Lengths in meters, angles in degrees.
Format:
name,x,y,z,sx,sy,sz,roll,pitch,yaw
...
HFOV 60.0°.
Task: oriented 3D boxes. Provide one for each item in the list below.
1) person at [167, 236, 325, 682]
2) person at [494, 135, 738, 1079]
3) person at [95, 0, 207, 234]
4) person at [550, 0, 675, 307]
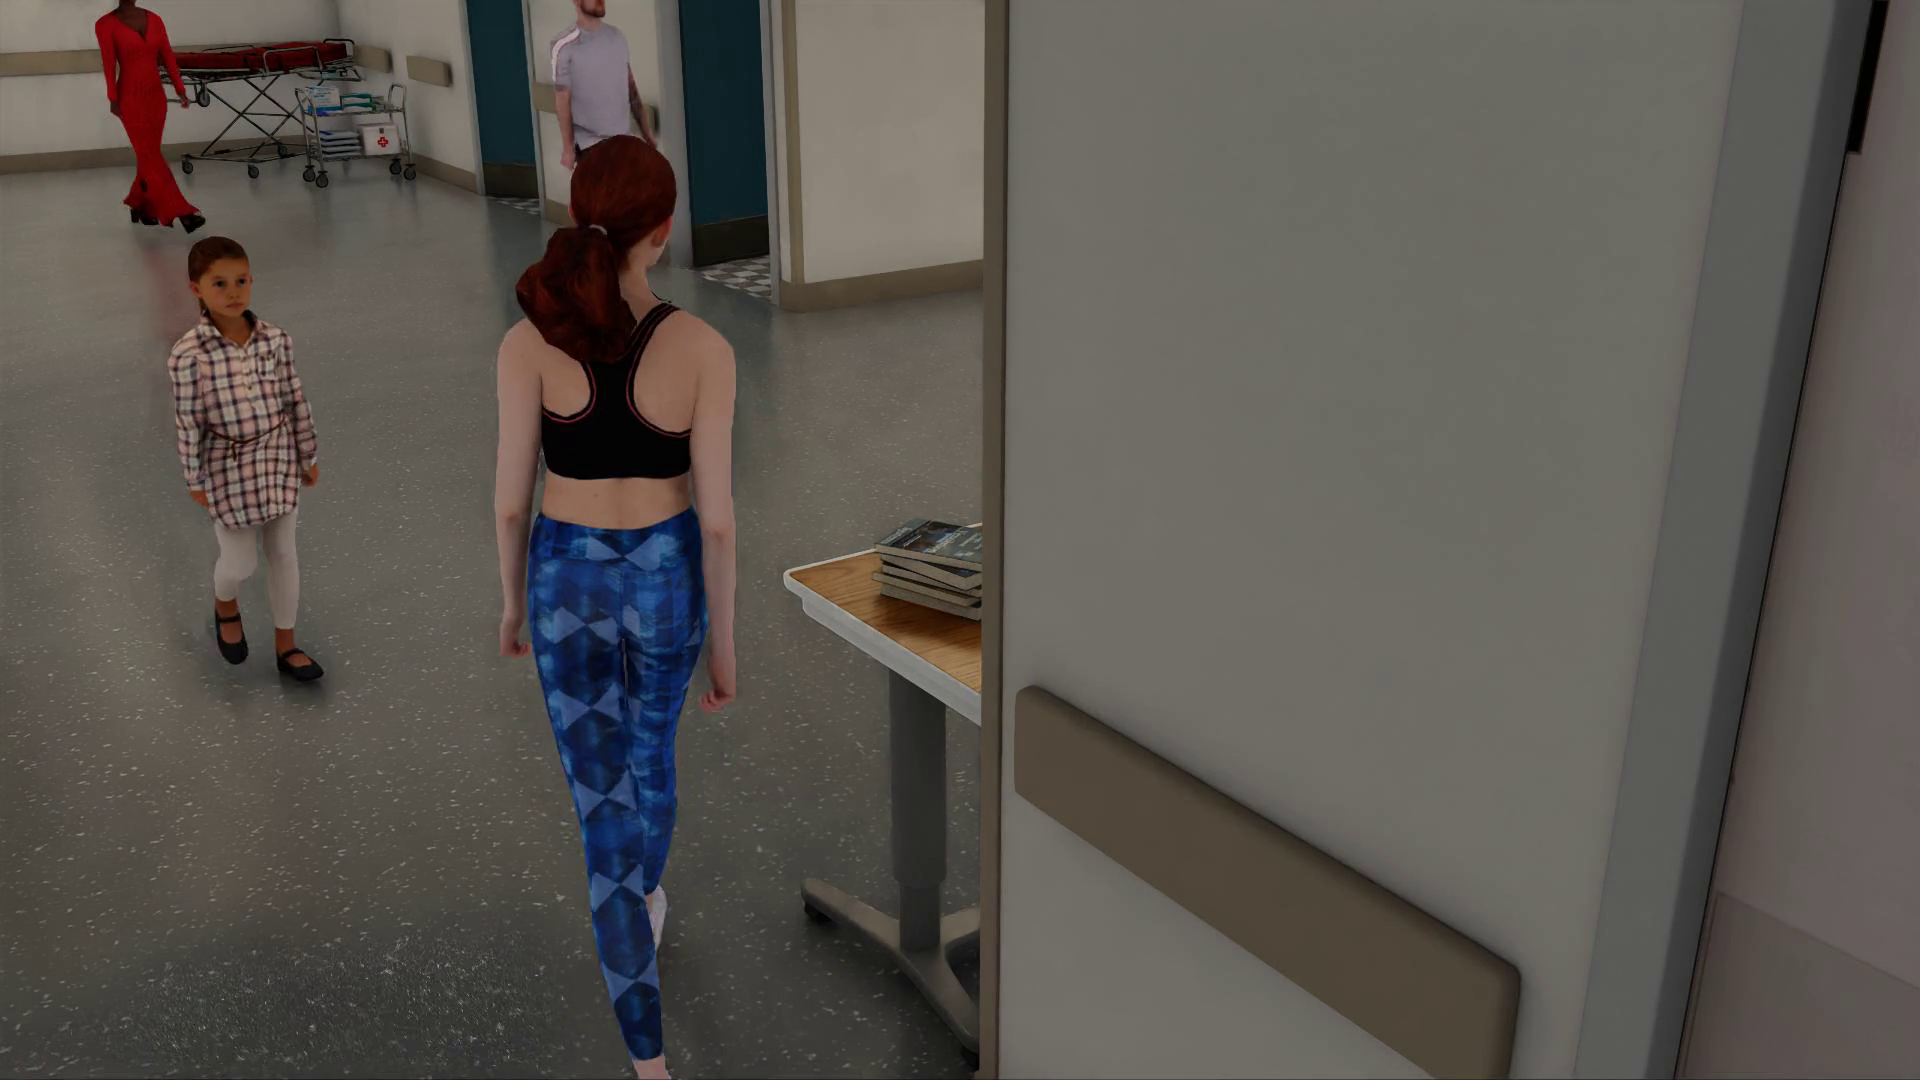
name,x,y,z,sx,sy,sz,roll,pitch,yaw
person,-2.064,-0.231,4.769,0.688,1.304,0.600,18,27,39
person,-0.588,0.234,2.927,0.902,1.739,1.295,-6,22,-17
person,-5.603,-2.938,11.327,1.271,1.721,0.976,11,23,27
person,-2.045,-2.177,9.214,1.305,1.794,1.020,12,24,30
